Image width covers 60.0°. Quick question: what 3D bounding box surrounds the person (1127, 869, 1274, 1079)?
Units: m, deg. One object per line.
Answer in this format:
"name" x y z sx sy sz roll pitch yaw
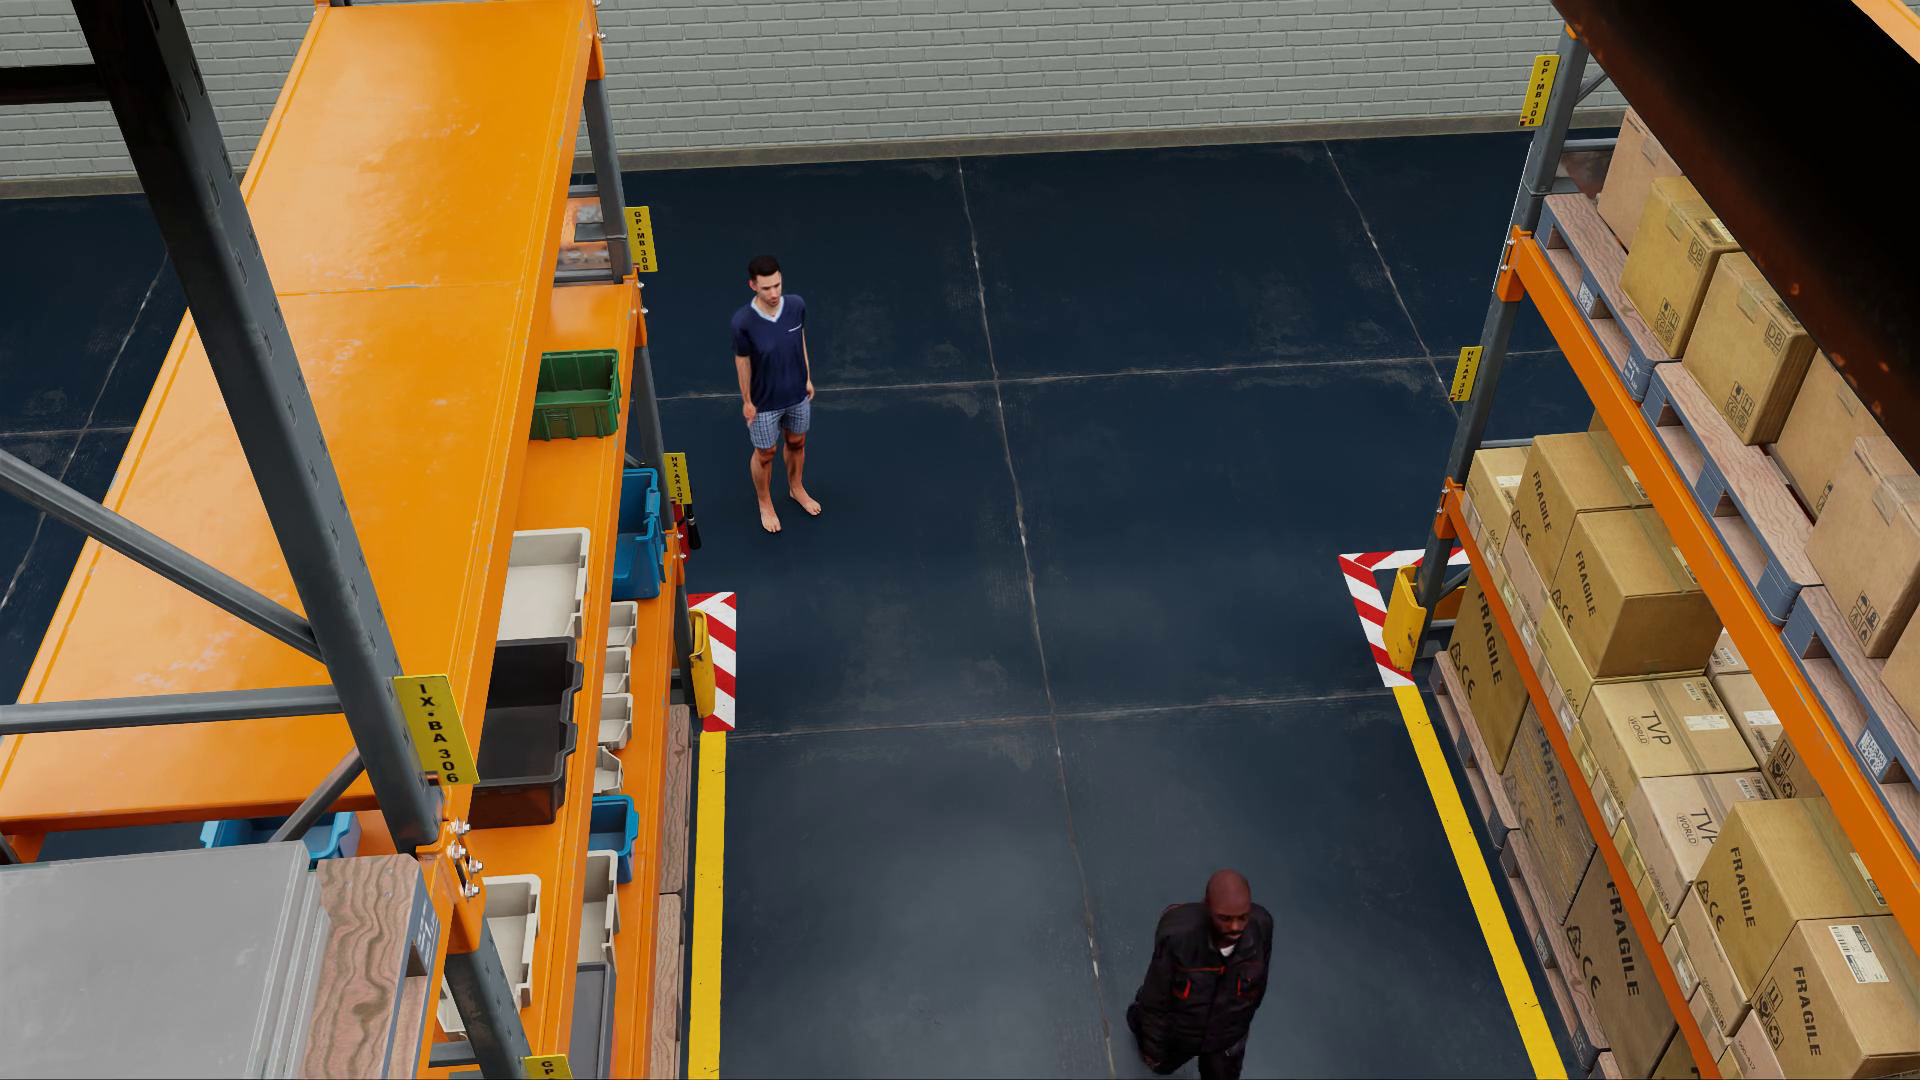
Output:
"person" 0.955 1.856 6.797 0.698 1.798 1.144 -5 43 -5

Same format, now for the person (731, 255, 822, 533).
"person" -1.071 -0.872 9.683 0.703 1.848 0.706 -24 48 -24
